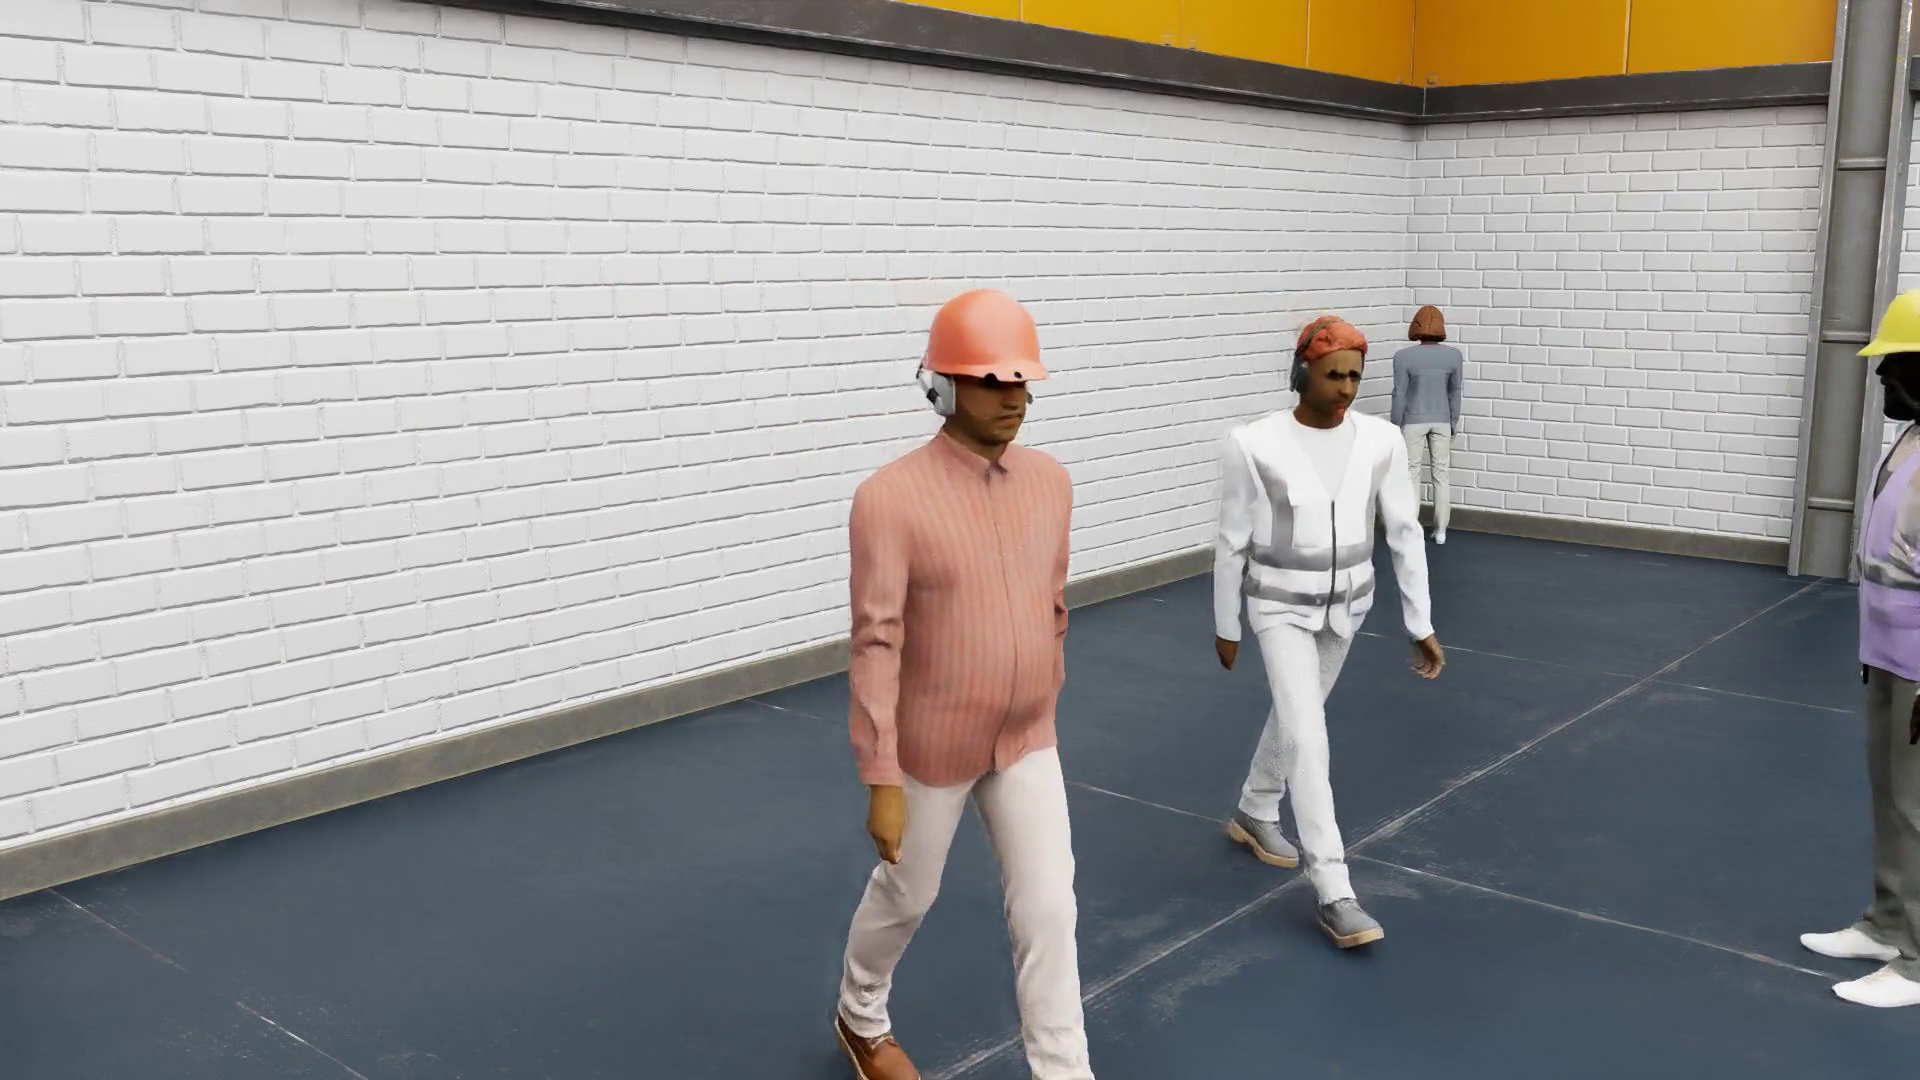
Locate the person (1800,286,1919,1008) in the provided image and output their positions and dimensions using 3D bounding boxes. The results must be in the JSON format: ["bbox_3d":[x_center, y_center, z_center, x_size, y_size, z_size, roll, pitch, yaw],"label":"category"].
[{"bbox_3d":[2.531,0.292,4.445,0.384,1.923,0.592,2,10,14],"label":"person"}]

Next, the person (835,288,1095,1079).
[{"bbox_3d":[-0.003,0.422,3.674,0.641,1.944,1.039,-7,12,-35],"label":"person"}]

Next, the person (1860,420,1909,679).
[{"bbox_3d":[4.357,-0.046,7.311,0.533,1.601,0.851,0,10,3],"label":"person"}]

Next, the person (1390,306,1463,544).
[{"bbox_3d":[3.173,-0.777,11.362,0.497,1.633,0.284,-1,10,-8],"label":"person"}]

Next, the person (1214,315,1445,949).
[{"bbox_3d":[1.076,0.233,5.102,0.594,1.835,1.027,-3,10,-15],"label":"person"}]
